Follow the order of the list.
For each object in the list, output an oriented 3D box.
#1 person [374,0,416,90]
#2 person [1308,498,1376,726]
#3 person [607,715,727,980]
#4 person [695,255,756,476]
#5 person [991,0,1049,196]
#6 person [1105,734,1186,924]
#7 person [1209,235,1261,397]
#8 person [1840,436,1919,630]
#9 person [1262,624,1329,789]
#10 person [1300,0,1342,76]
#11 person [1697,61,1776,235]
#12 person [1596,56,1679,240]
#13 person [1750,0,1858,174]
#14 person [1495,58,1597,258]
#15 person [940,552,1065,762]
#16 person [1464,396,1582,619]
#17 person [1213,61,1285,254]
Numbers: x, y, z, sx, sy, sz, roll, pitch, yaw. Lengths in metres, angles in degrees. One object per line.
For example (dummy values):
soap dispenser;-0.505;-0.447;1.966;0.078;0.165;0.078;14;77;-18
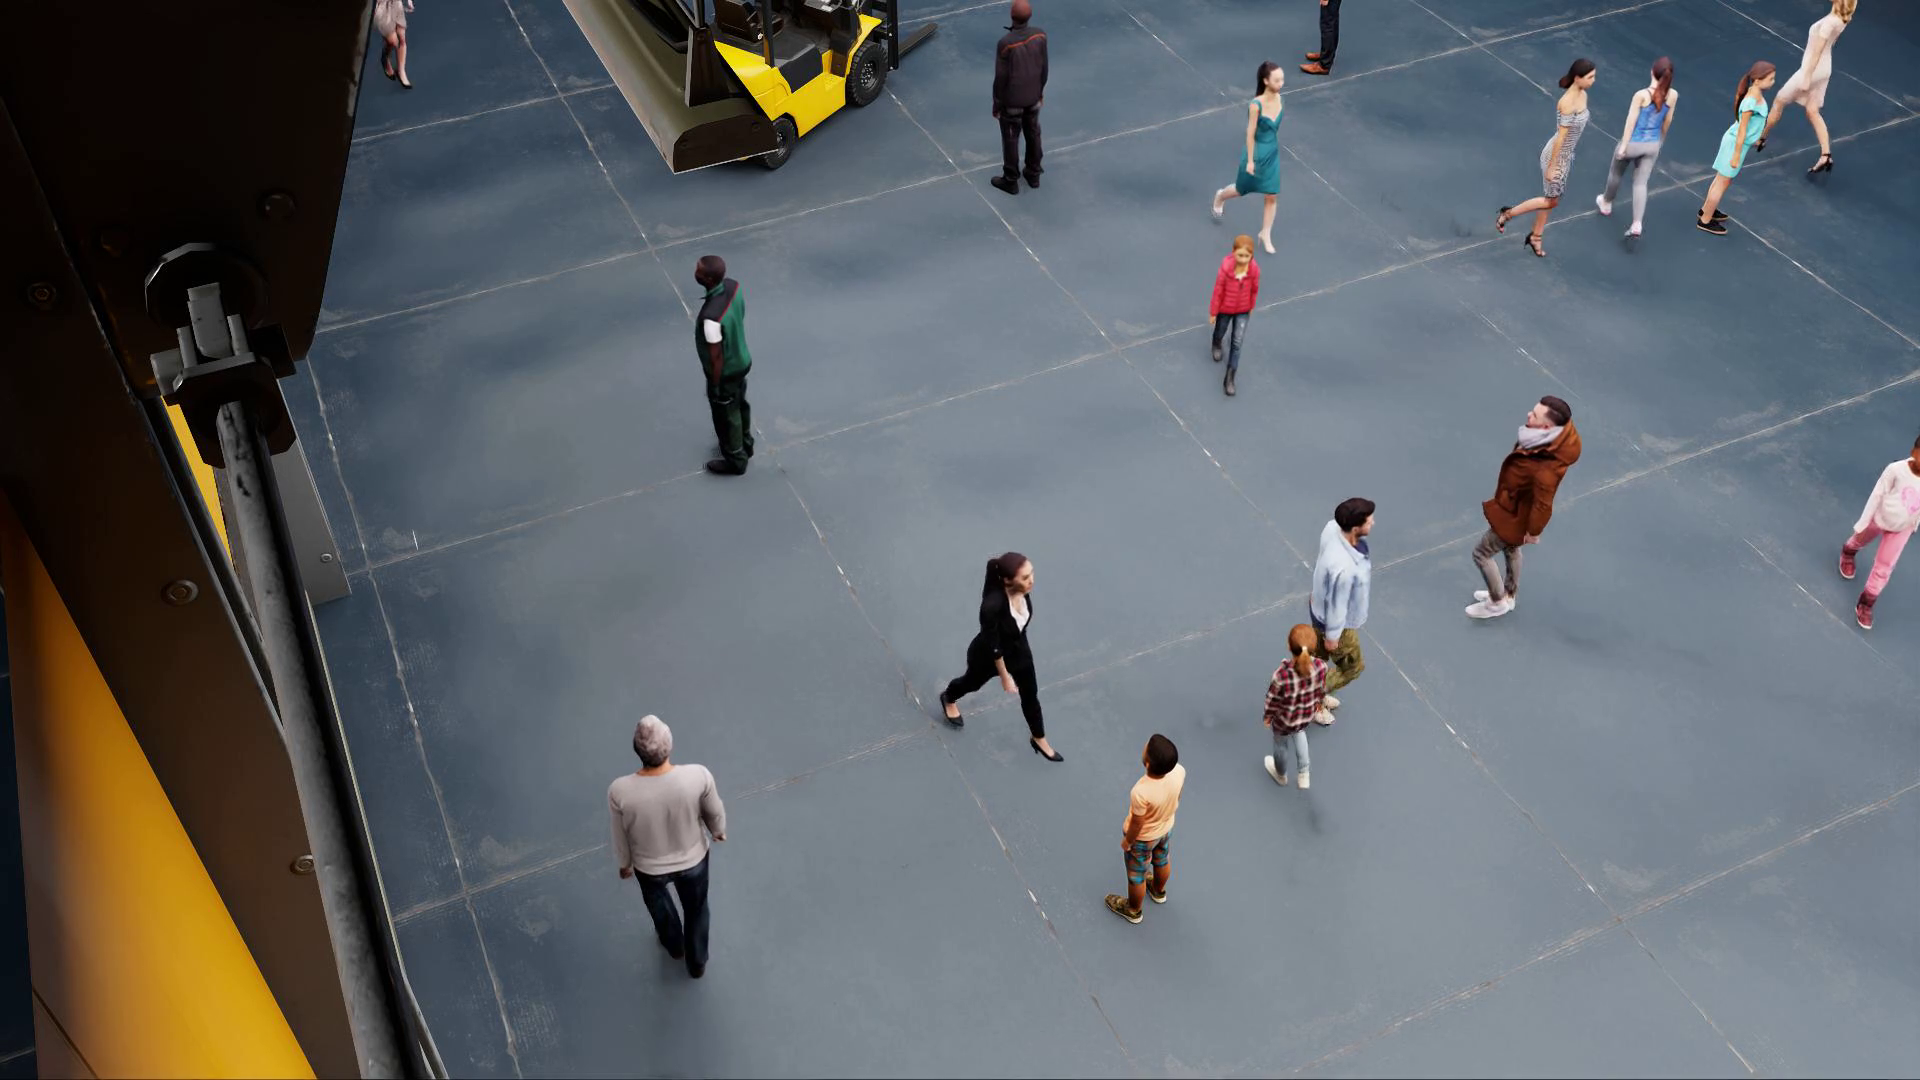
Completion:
person;-5.610;-5.192;16.122;0.820;1.721;0.769;29;51;27
person;2.210;0.442;10.149;0.850;1.803;0.733;2;44;2
person;-1.513;1.721;8.742;0.821;1.891;0.762;-8;44;-9
person;-1.669;-1.257;11.906;0.850;1.839;0.762;8;44;9
person;0.538;-3.924;14.716;0.693;1.826;0.580;-19;47;-19
person;1.057;1.586;9.196;0.571;1.461;0.566;-31;52;-28
person;2.096;-1.819;12.892;0.764;1.294;0.973;1;44;1
person;6.188;-0.187;11.090;0.959;1.416;1.055;11;45;11
person;2.009;1.055;9.876;0.589;1.292;0.637;-12;45;-12
person;3.694;-5.493;16.382;0.802;1.798;0.758;17;46;17
person;6.711;-3.414;14.375;0.697;1.558;0.647;19;47;18
person;5.860;-3.336;14.278;0.834;1.578;1.116;0;44;0
person;7.749;-4.125;14.953;0.773;1.790;1.179;-28;50;-26
person;4.924;-3.204;13.969;0.891;1.812;0.806;26;49;25
person;0.161;0.662;10.062;1.196;1.605;0.899;31;52;29
person;3.724;-0.180;10.787;0.919;1.824;0.863;16;46;16
person;2.491;-3.275;14.158;0.595;1.655;1.022;-21;48;-21
